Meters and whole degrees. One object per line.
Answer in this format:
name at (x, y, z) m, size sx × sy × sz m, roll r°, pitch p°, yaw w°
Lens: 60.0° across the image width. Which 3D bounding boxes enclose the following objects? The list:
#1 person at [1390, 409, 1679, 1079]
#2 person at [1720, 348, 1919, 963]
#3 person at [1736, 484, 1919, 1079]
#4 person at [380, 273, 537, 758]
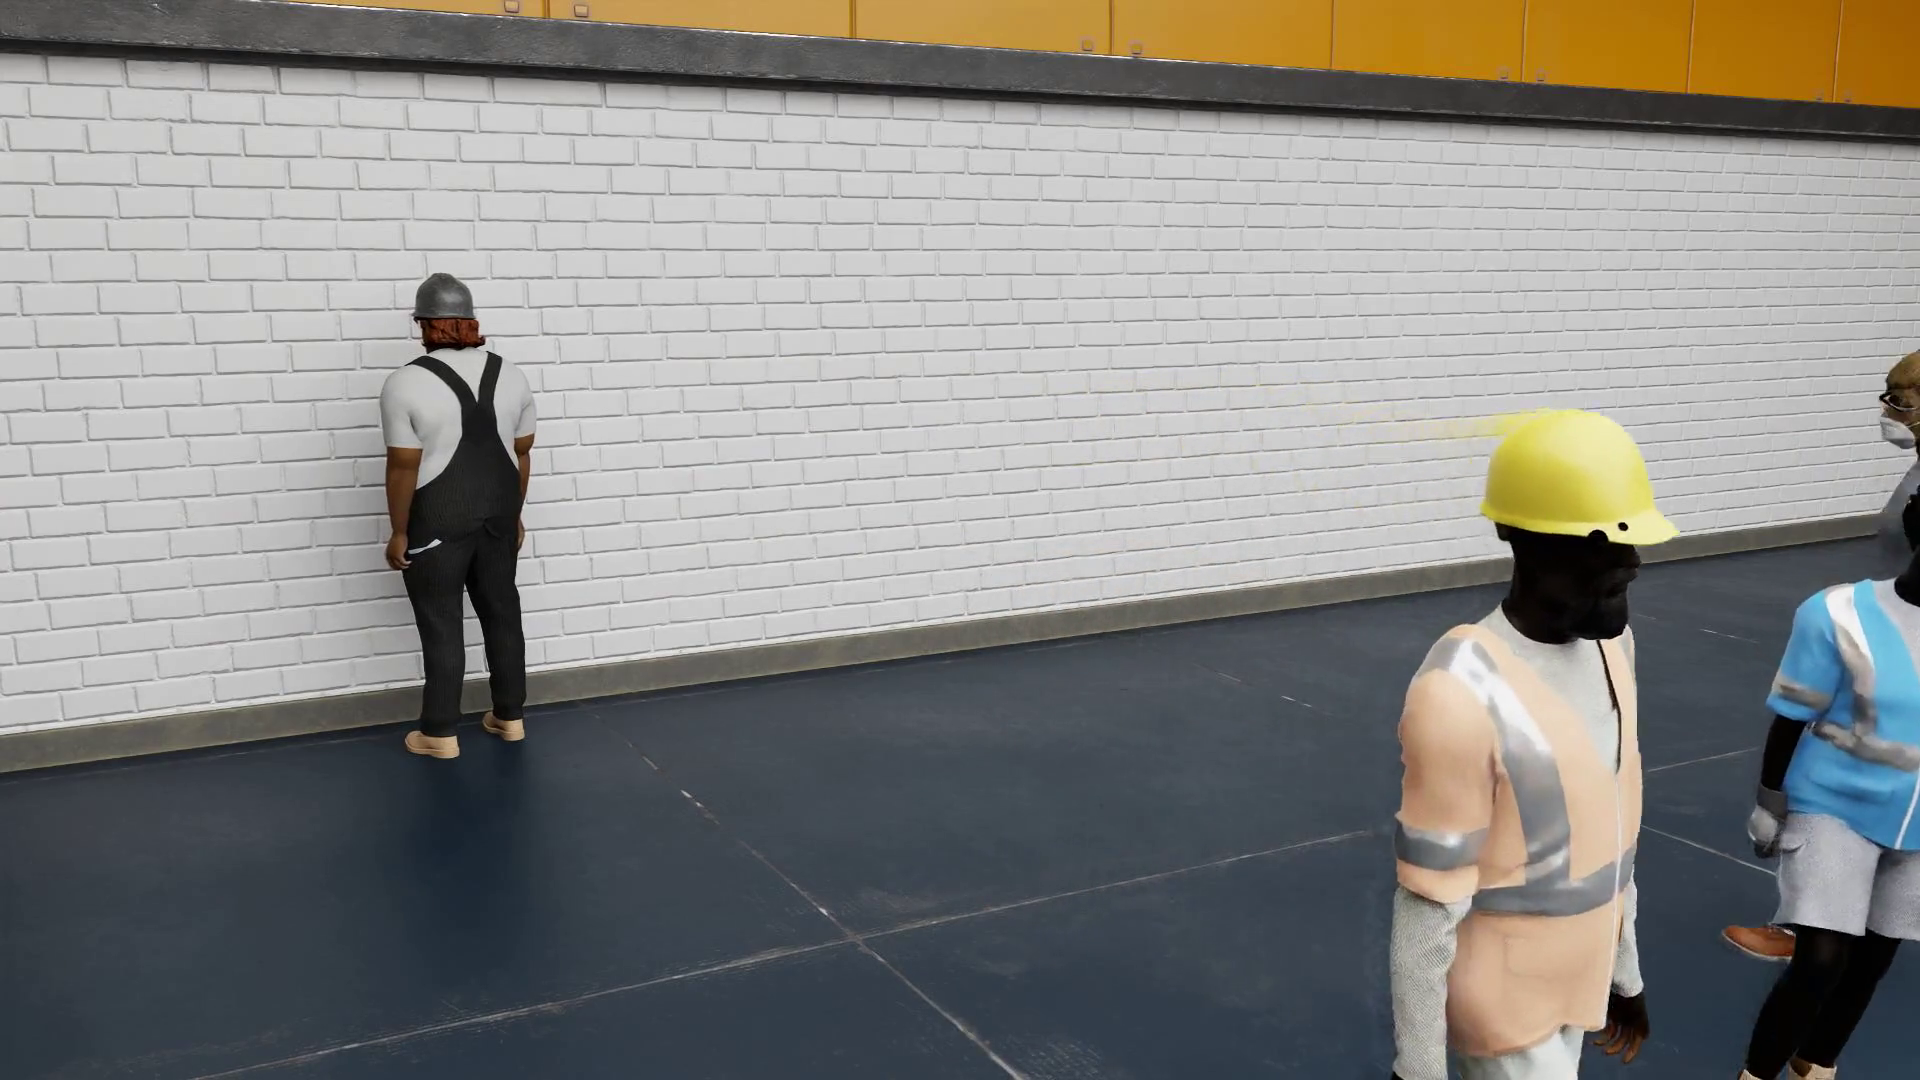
person at (0.865, 0.711, 2.782) m, size 0.826 × 1.894 × 0.586 m, roll 8°, pitch 13°, yaw 39°
person at (2.814, 0.394, 4.660) m, size 1.036 × 1.887 × 0.642 m, roll 8°, pitch 12°, yaw 37°
person at (2.100, 0.656, 3.763) m, size 0.558 × 1.656 × 0.554 m, roll 1°, pitch 10°, yaw 7°
person at (-2.167, -0.108, 7.066) m, size 0.537 × 2.000 × 0.679 m, roll 9°, pitch 13°, yaw 41°
